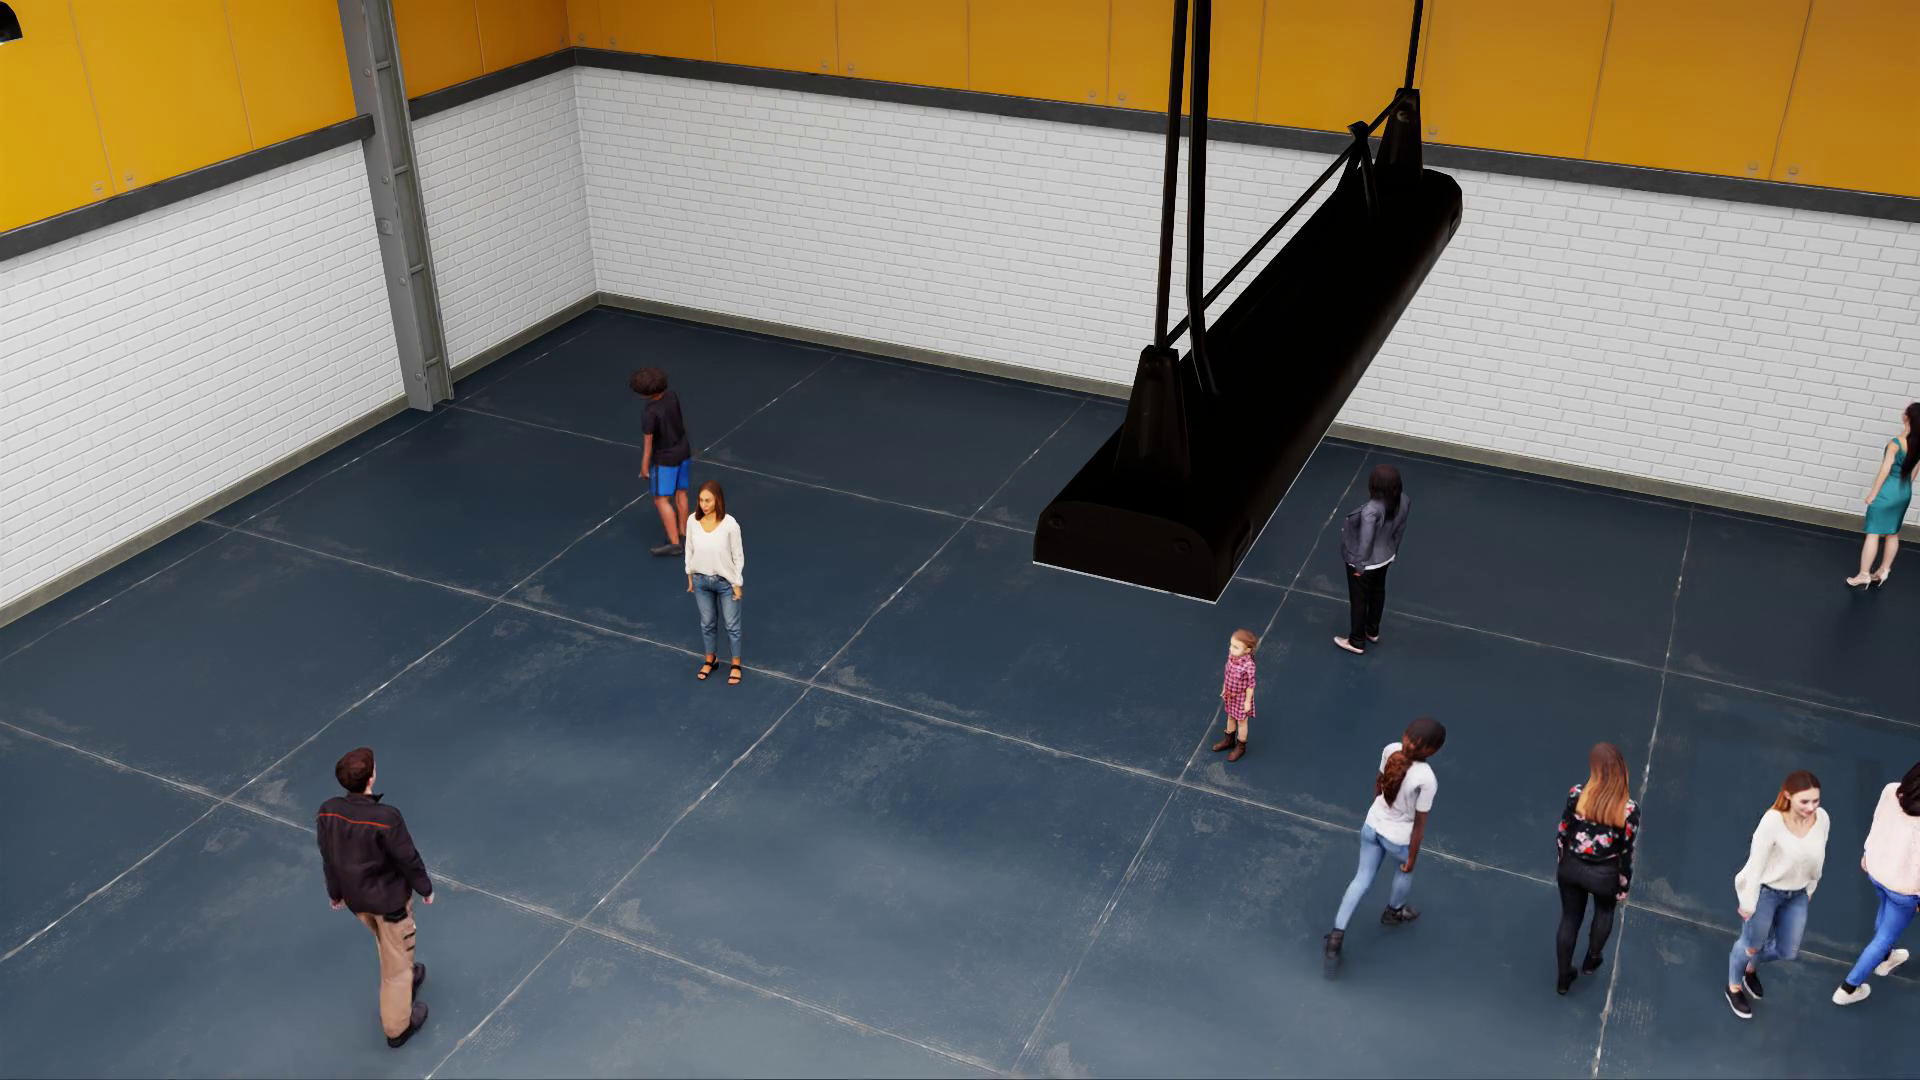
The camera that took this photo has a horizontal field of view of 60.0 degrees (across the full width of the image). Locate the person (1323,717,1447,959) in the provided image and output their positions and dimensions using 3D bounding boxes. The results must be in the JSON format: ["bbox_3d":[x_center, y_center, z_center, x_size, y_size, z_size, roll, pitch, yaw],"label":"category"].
[{"bbox_3d":[2.507,1.793,9.860,1.204,1.678,1.022,-20,34,-32],"label":"person"}]

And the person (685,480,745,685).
[{"bbox_3d":[-1.839,0.303,12.586,0.648,1.683,0.588,8,30,14],"label":"person"}]

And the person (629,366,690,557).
[{"bbox_3d":[-2.492,-0.740,14.418,0.585,1.760,0.836,-22,36,-35],"label":"person"}]

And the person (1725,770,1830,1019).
[{"bbox_3d":[4.617,1.977,9.519,0.747,1.682,0.767,-4,29,-7],"label":"person"}]

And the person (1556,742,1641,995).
[{"bbox_3d":[3.607,1.952,9.591,0.670,1.656,0.722,20,34,32],"label":"person"}]

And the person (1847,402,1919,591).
[{"bbox_3d":[7.735,-0.365,13.808,0.610,1.686,0.662,-7,29,-13],"label":"person"}]

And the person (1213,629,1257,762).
[{"bbox_3d":[1.987,1.087,11.840,0.539,1.021,0.500,-18,33,-30],"label":"person"}]

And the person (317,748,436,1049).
[{"bbox_3d":[-3.260,2.029,9.187,0.793,1.909,0.880,7,29,13],"label":"person"}]

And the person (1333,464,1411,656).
[{"bbox_3d":[3.217,0.132,12.990,0.719,1.597,0.817,-24,36,-36],"label":"person"}]

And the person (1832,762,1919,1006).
[{"bbox_3d":[5.369,1.951,9.515,1.009,1.731,0.960,-8,30,-14],"label":"person"}]
